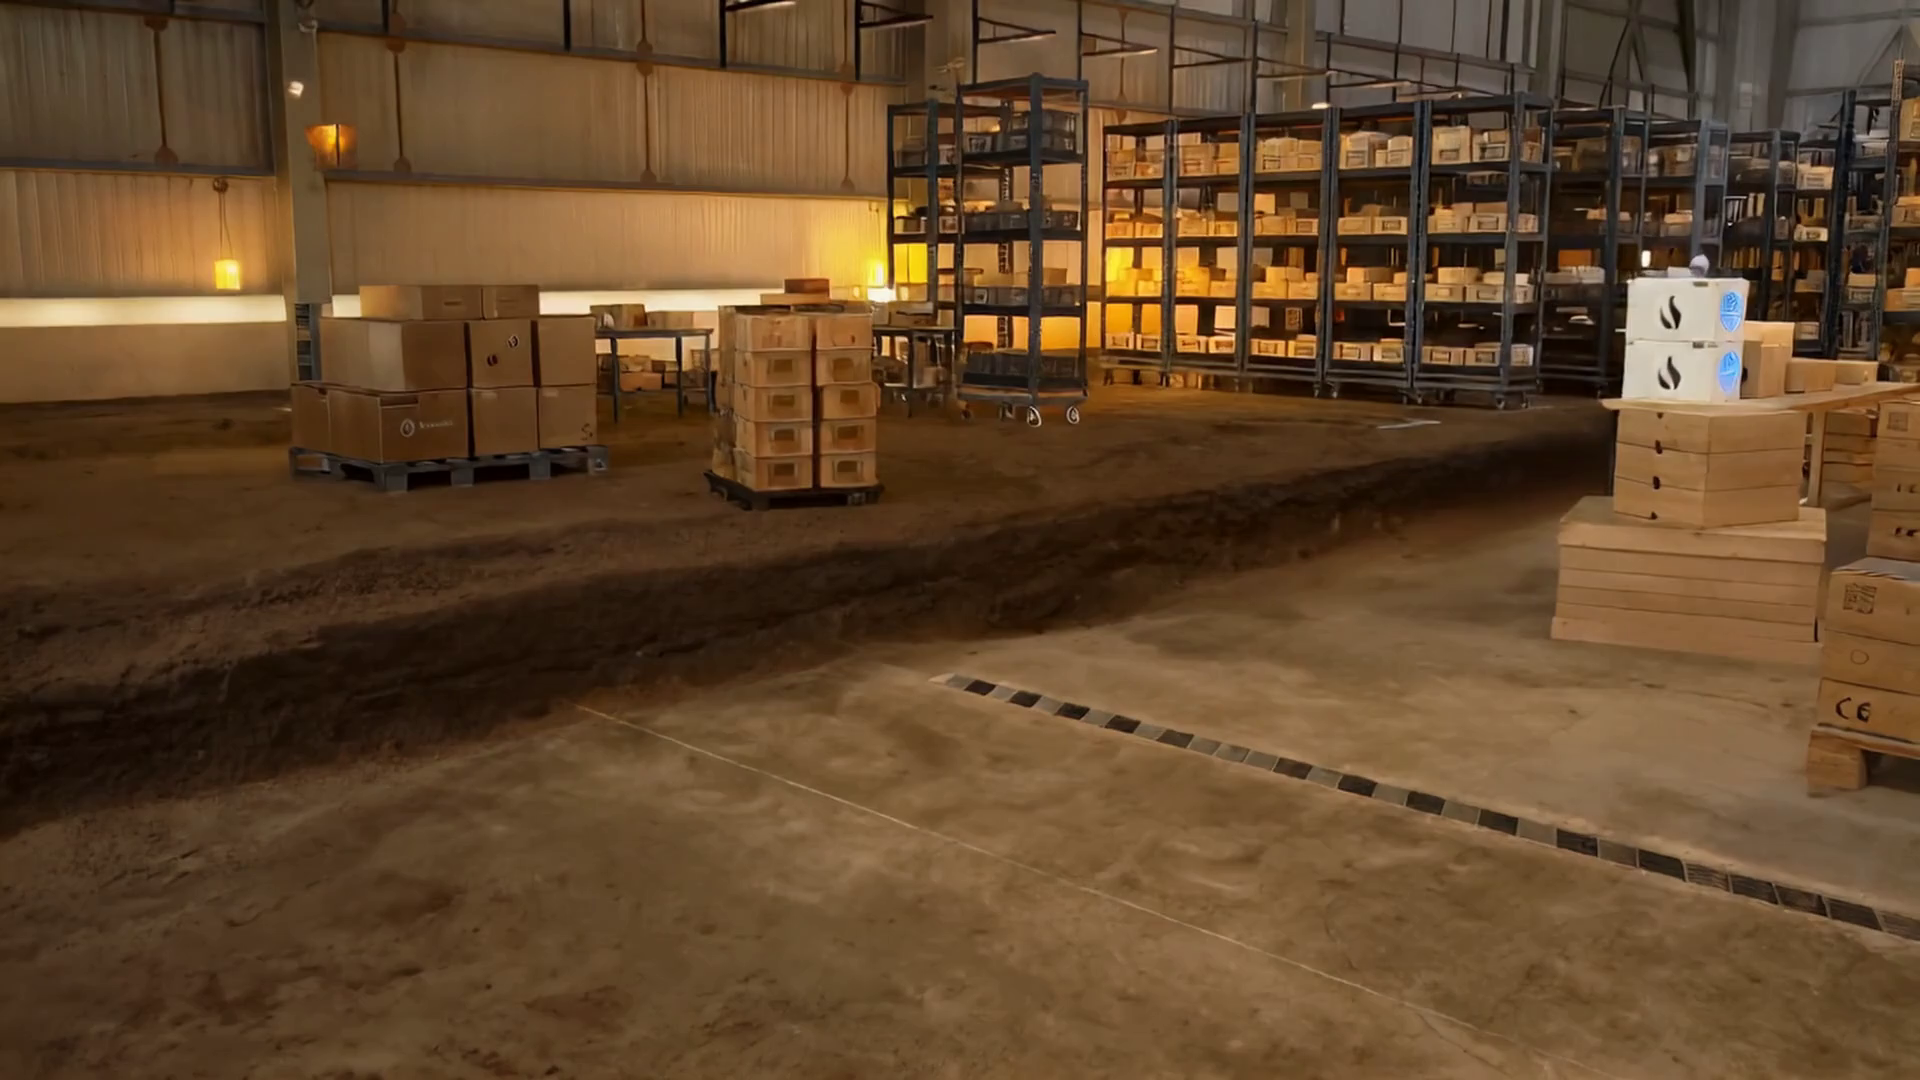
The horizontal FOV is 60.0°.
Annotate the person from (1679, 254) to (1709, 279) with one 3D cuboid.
[{"bbox_3d":[9.299,-2.708,21.094,0.620,1.812,0.458,9,13,43],"label":"person"}]

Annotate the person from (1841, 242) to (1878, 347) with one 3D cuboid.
[{"bbox_3d":[11.170,-2.721,20.638,0.386,1.992,0.609,-1,9,-6],"label":"person"}]

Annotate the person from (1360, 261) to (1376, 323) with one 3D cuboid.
[{"bbox_3d":[7.848,-4.476,31.681,0.454,1.827,0.590,-8,12,-41],"label":"person"}]
